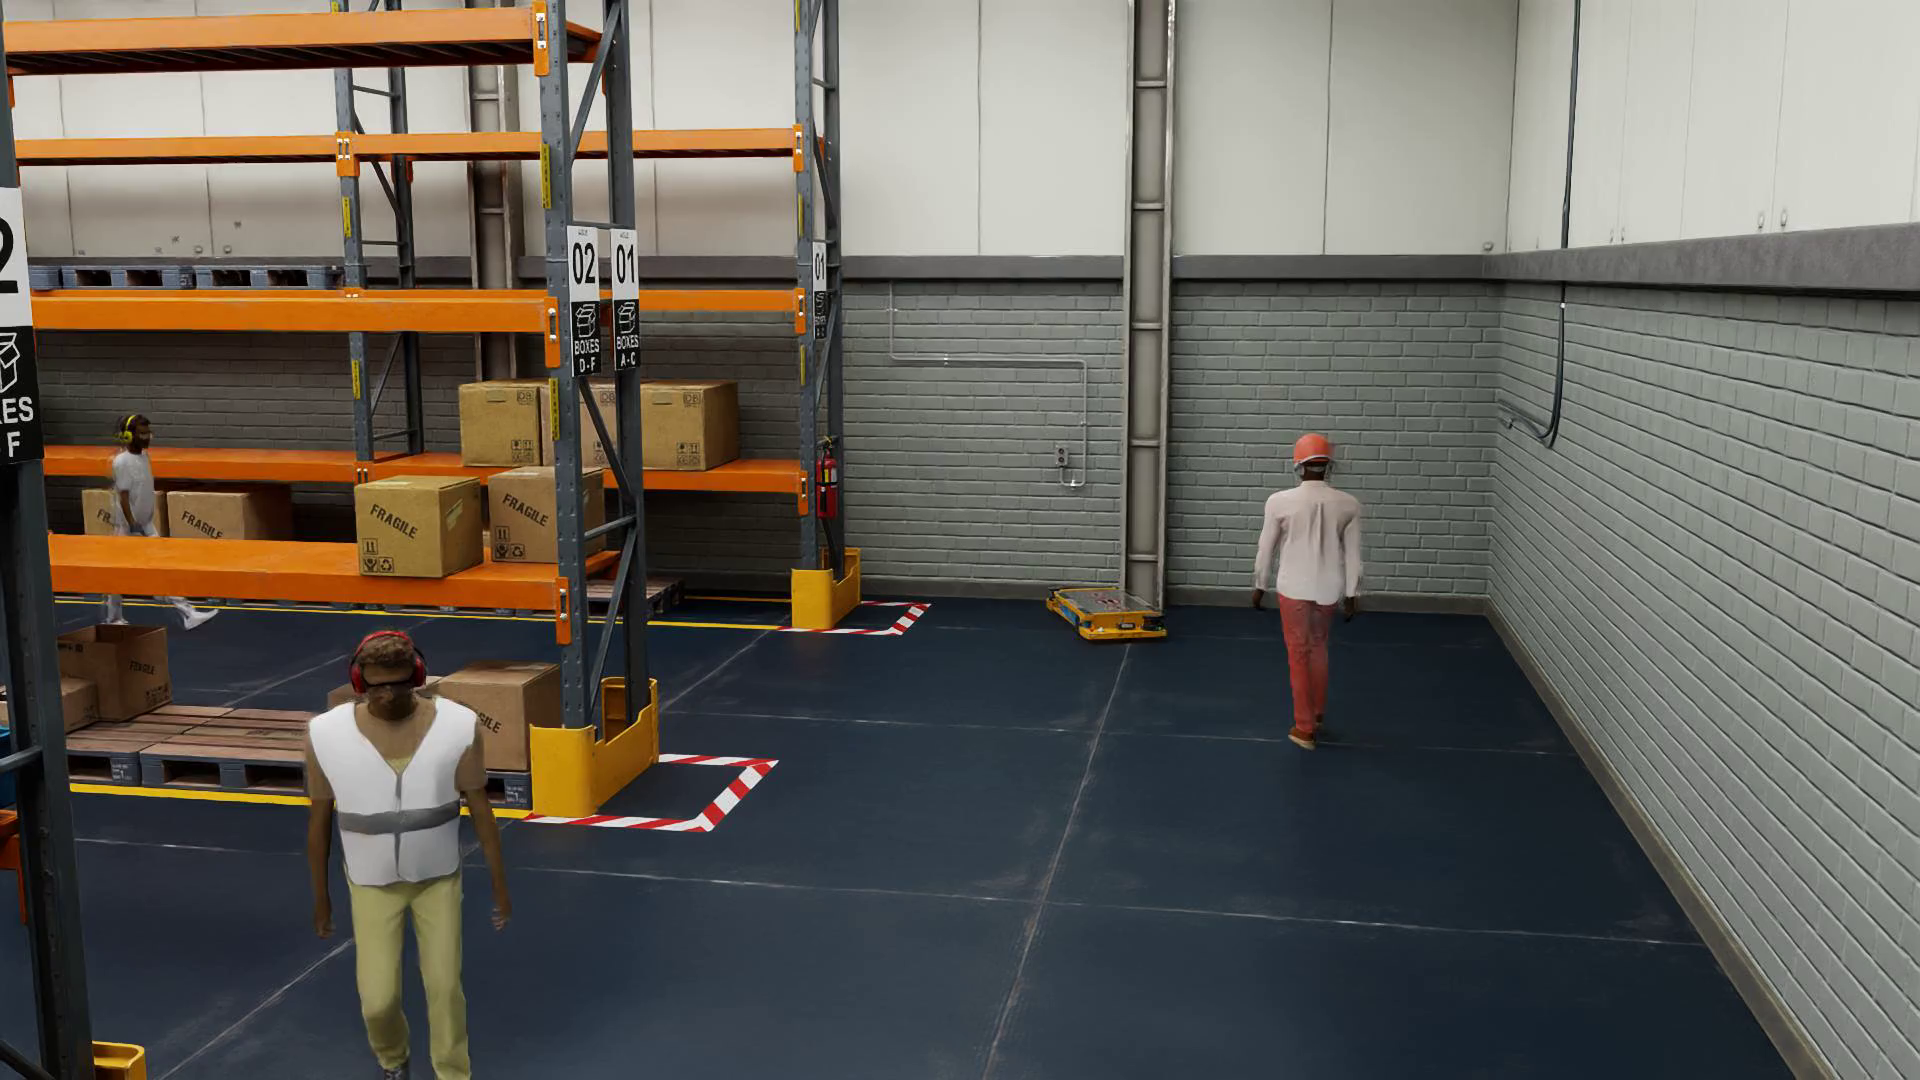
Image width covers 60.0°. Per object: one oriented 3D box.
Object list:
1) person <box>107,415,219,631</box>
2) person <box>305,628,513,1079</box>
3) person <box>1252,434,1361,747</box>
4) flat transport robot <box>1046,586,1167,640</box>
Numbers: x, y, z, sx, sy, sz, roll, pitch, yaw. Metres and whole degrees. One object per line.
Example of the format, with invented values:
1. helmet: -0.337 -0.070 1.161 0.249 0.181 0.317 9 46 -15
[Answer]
1. person: -6.662 -0.113 13.655 0.965 1.817 0.561 1 9 6
2. person: -1.877 1.173 5.685 0.644 1.820 0.467 -4 10 -22
3. person: 2.190 0.302 10.654 0.614 1.965 0.760 -1 9 -8
4. flat transport robot: 1.216 0.597 14.053 0.652 0.197 1.431 -2 9 -11
